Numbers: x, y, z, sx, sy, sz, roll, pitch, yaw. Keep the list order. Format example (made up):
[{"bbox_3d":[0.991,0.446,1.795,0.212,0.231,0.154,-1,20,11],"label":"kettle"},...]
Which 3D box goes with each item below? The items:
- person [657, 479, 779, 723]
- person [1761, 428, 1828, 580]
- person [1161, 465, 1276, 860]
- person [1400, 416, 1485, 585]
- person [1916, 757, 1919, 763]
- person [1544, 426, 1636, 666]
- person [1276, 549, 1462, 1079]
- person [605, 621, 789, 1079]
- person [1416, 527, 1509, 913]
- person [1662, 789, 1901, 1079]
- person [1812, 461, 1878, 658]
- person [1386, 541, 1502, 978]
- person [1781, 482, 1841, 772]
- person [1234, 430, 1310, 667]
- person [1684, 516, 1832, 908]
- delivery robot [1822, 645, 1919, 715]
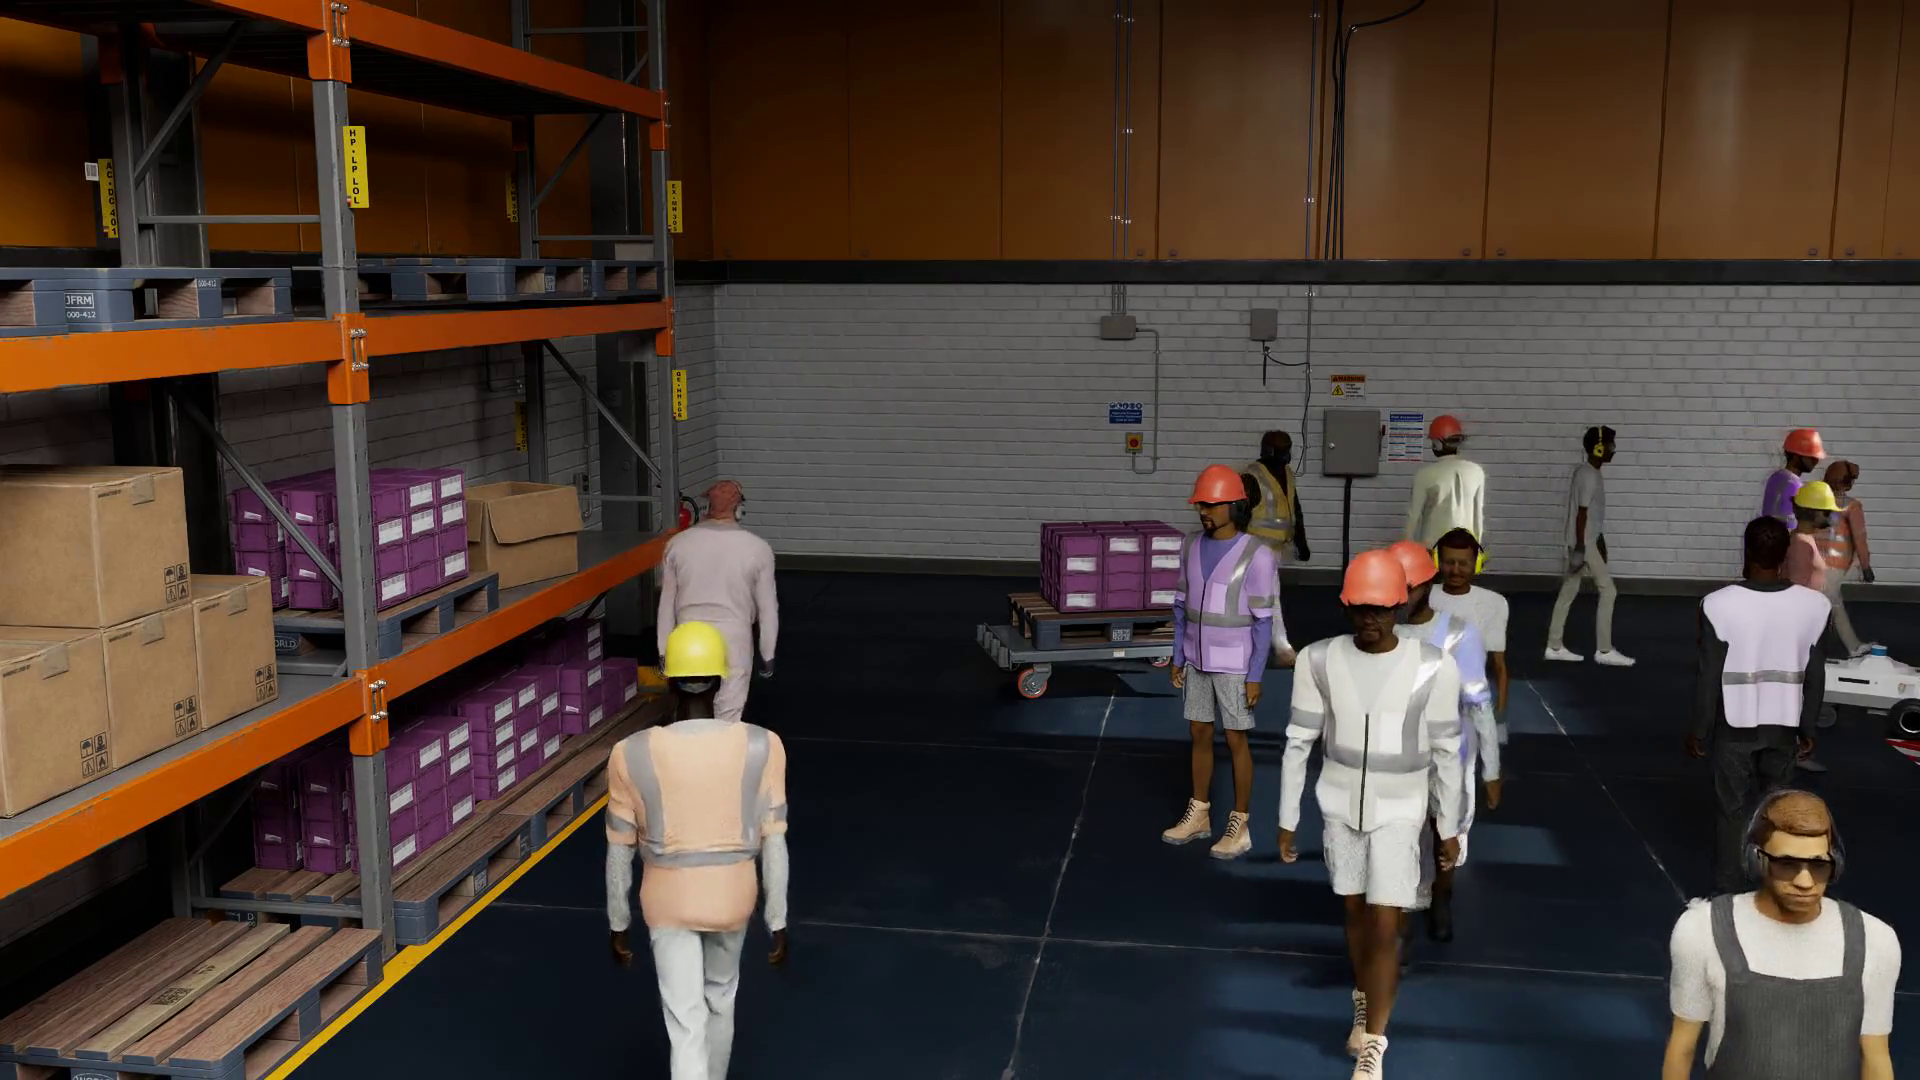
[{"bbox_3d":[-1.336,0.598,9.336,0.654,1.869,0.759,2,9,12],"label":"person"},{"bbox_3d":[5.947,0.120,12.163,0.580,1.910,0.556,2,9,10],"label":"person"},{"bbox_3d":[1.331,0.626,8.632,0.378,2.044,0.607,-8,12,-42],"label":"person"},{"bbox_3d":[3.644,0.029,12.627,0.626,1.949,0.928,-4,10,-21],"label":"person"},{"bbox_3d":[6.104,0.517,10.192,0.340,1.760,0.530,8,12,40],"label":"person"},{"bbox_3d":[4.922,0.046,12.816,0.781,1.840,0.523,2,9,9],"label":"person"},{"bbox_3d":[1.477,1.044,6.136,0.644,2.009,0.908,5,10,27],"label":"person"},{"bbox_3d":[-0.869,1.206,5.554,0.596,1.884,0.999,-3,10,-16],"label":"person"},{"bbox_3d":[2.430,0.817,8.175,0.527,1.819,0.993,3,10,20],"label":"person"},{"bbox_3d":[2.002,1.467,4.131,0.522,1.826,0.797,2,9,11],"label":"person"},{"bbox_3d":[6.684,0.194,12.686,0.909,1.587,0.520,-1,9,-8],"label":"person"},{"bbox_3d":[2.032,0.935,7.251,0.675,1.869,1.002,5,11,29],"label":"person"},{"bbox_3d":[5.175,0.516,10.189,0.365,1.763,0.546,4,10,23],"label":"person"},{"bbox_3d":[2.470,0.061,12.845,0.865,1.803,0.652,8,12,40],"label":"person"},{"bbox_3d":[3.658,0.846,7.650,0.587,1.920,0.391,0,9,1],"label":"person"},{"bbox_3d":[6.050,0.939,10.989,0.707,0.478,0.477,5,11,30],"label":"delivery robot"}]
